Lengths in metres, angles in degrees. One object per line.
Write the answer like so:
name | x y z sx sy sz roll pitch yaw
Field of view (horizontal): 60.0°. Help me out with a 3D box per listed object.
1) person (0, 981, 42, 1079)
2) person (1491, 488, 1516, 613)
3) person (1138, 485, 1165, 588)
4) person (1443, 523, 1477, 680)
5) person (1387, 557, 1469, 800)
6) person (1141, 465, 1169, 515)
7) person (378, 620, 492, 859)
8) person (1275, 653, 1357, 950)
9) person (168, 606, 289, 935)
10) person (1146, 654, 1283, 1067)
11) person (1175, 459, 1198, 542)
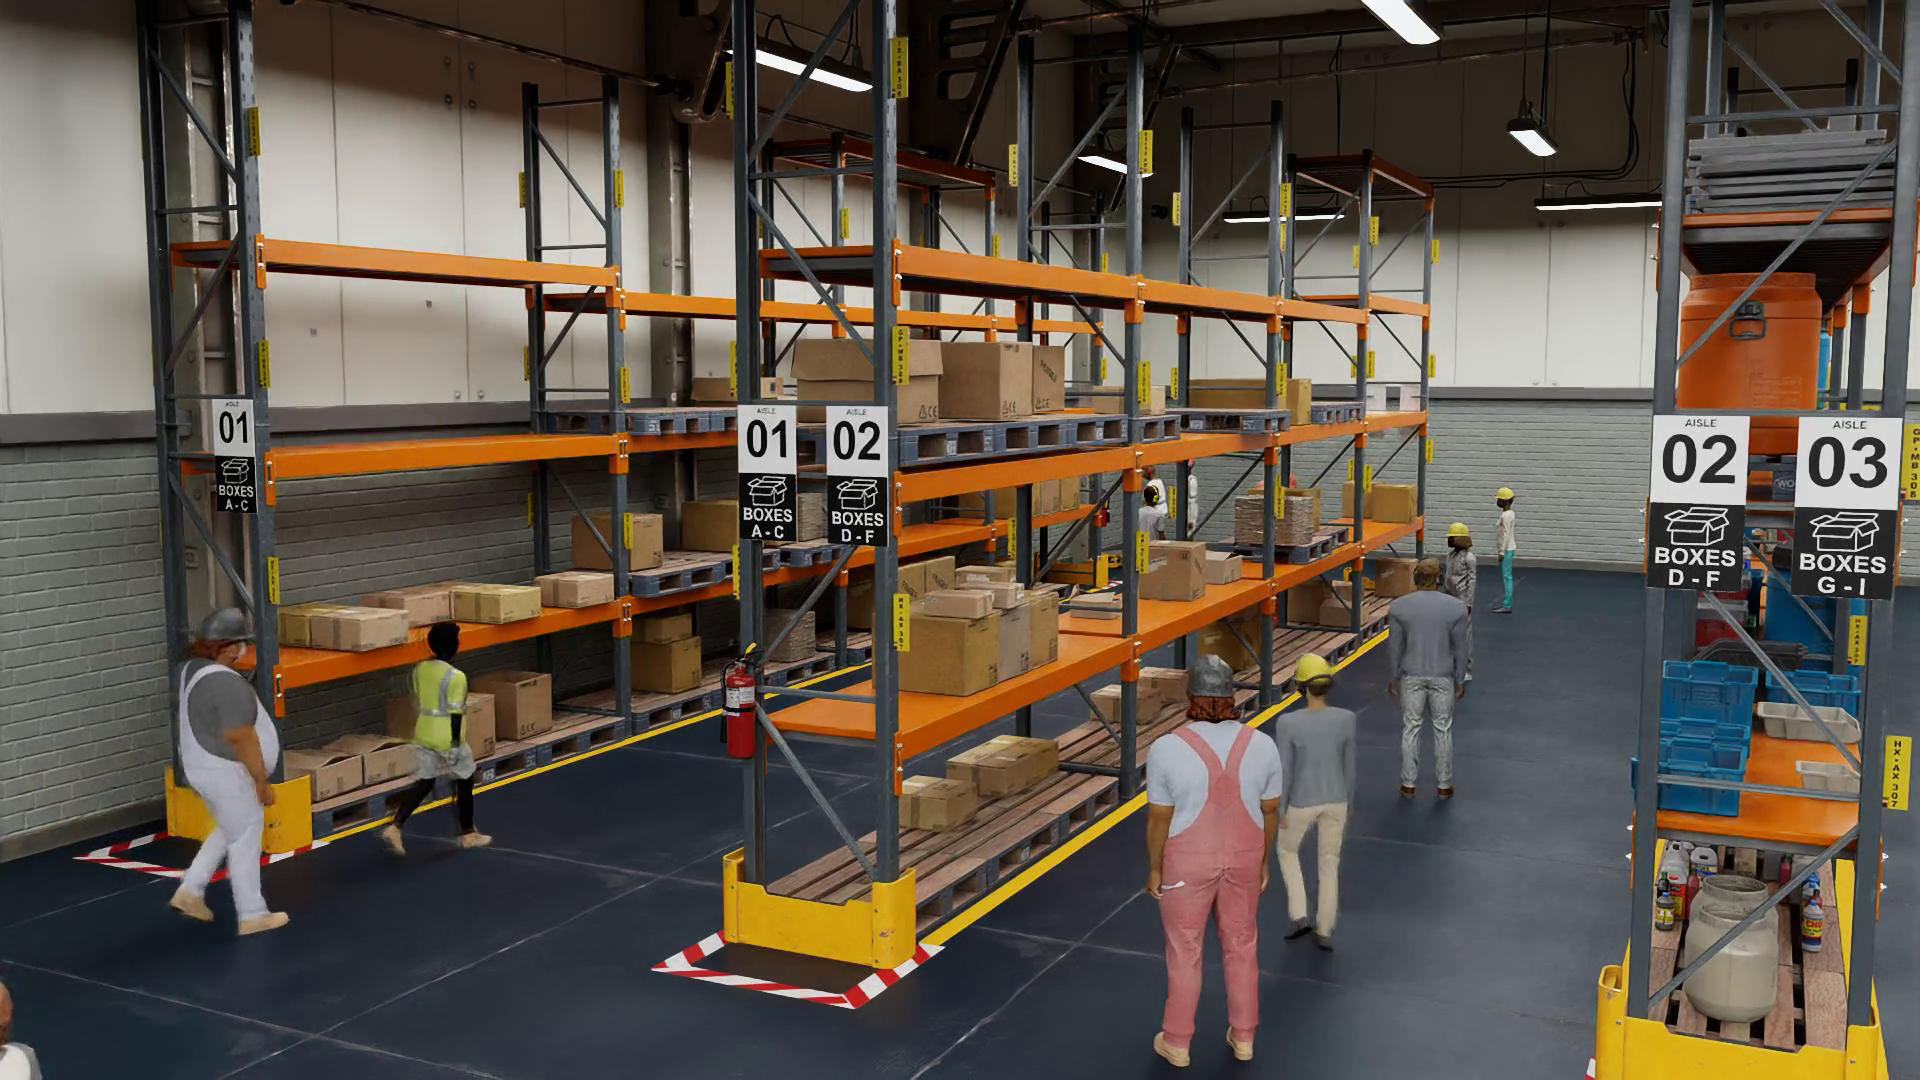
person | -3.018 2.118 4.965 0.482 1.616 0.571 -1 6 -12
person | 7.649 0.146 23.389 0.311 1.768 0.531 2 6 22
person | 2.567 0.194 22.420 0.532 1.870 0.315 5 8 39
person | 5.476 0.677 18.335 0.299 1.743 0.493 -2 6 -19
person | 3.722 1.105 13.261 0.627 1.934 0.371 2 6 16
person | 3.332 -0.395 28.369 0.489 1.823 0.647 2 6 22
person | -3.696 1.401 11.657 0.533 1.672 0.752 4 7 33
person | 2.100 1.547 9.851 0.538 1.753 0.395 -1 6 -7
person | -4.411 1.382 10.046 0.569 2.000 0.698 -5 8 -42
person | 1.216 1.567 8.252 0.684 2.000 0.538 -1 6 -11
person | 3.704 -0.390 27.341 0.399 2.037 0.614 0 6 -4
